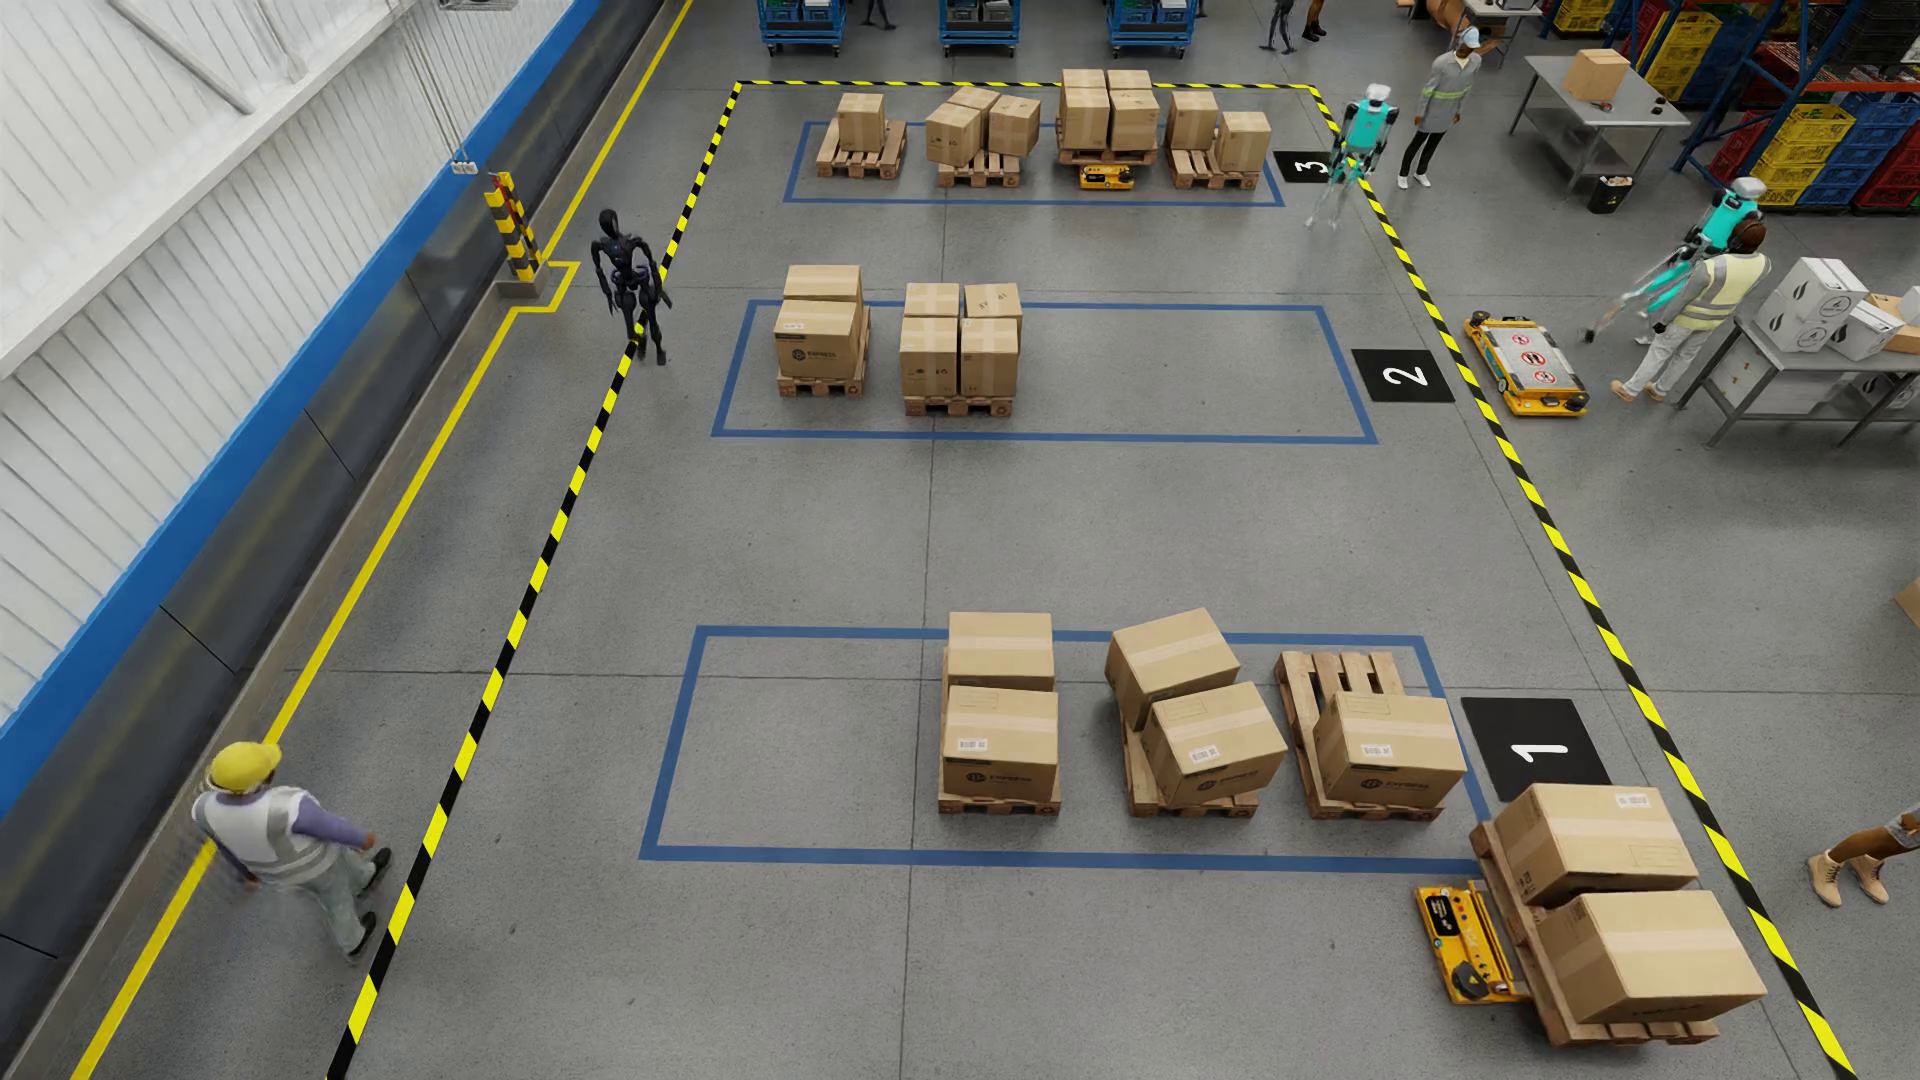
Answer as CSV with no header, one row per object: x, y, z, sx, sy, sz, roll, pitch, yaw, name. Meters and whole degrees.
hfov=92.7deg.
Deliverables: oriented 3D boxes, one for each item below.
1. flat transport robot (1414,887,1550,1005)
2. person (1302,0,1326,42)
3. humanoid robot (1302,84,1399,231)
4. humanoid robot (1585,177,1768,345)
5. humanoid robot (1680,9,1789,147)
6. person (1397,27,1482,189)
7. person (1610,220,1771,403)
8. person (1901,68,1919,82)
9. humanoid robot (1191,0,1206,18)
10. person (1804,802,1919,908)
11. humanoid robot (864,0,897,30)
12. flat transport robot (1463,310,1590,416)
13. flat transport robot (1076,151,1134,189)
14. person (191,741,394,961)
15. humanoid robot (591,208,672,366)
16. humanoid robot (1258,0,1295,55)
3.561,2.373,5.461,1.431,0.197,0.652,-1,49,-1,flat transport robot
5.667,-8.694,13.960,0.373,1.931,0.545,32,56,25,person
4.380,-4.296,10.279,0.564,1.755,0.788,11,50,9,humanoid robot
6.776,-2.576,8.824,0.895,1.819,0.551,-5,49,-4,humanoid robot
9.938,-5.841,11.657,0.593,1.643,0.611,7,50,6,humanoid robot
5.726,-5.107,10.906,0.596,1.850,0.385,-8,50,-7,person
6.579,-2.002,8.233,0.622,1.837,0.429,-3,49,-3,person
14.176,-7.311,12.830,0.675,1.837,0.325,14,51,12,person
3.722,-9.168,14.563,0.759,1.629,0.608,-12,50,-10,humanoid robot
5.605,1.516,5.050,0.615,2.039,0.379,-2,49,-1,person
-1.295,-8.877,14.294,0.610,1.638,0.596,12,50,10,humanoid robot
5.573,-1.757,9.054,0.659,0.231,1.431,1,49,1,flat transport robot
1.845,-4.982,11.827,0.652,0.197,1.431,1,49,1,flat transport robot
-3.619,1.686,5.069,0.611,1.786,0.780,6,49,5,person
-3.054,-2.344,8.632,0.591,1.649,0.343,-8,50,-7,humanoid robot
4.905,-8.151,13.689,0.672,1.647,0.587,18,51,15,humanoid robot
